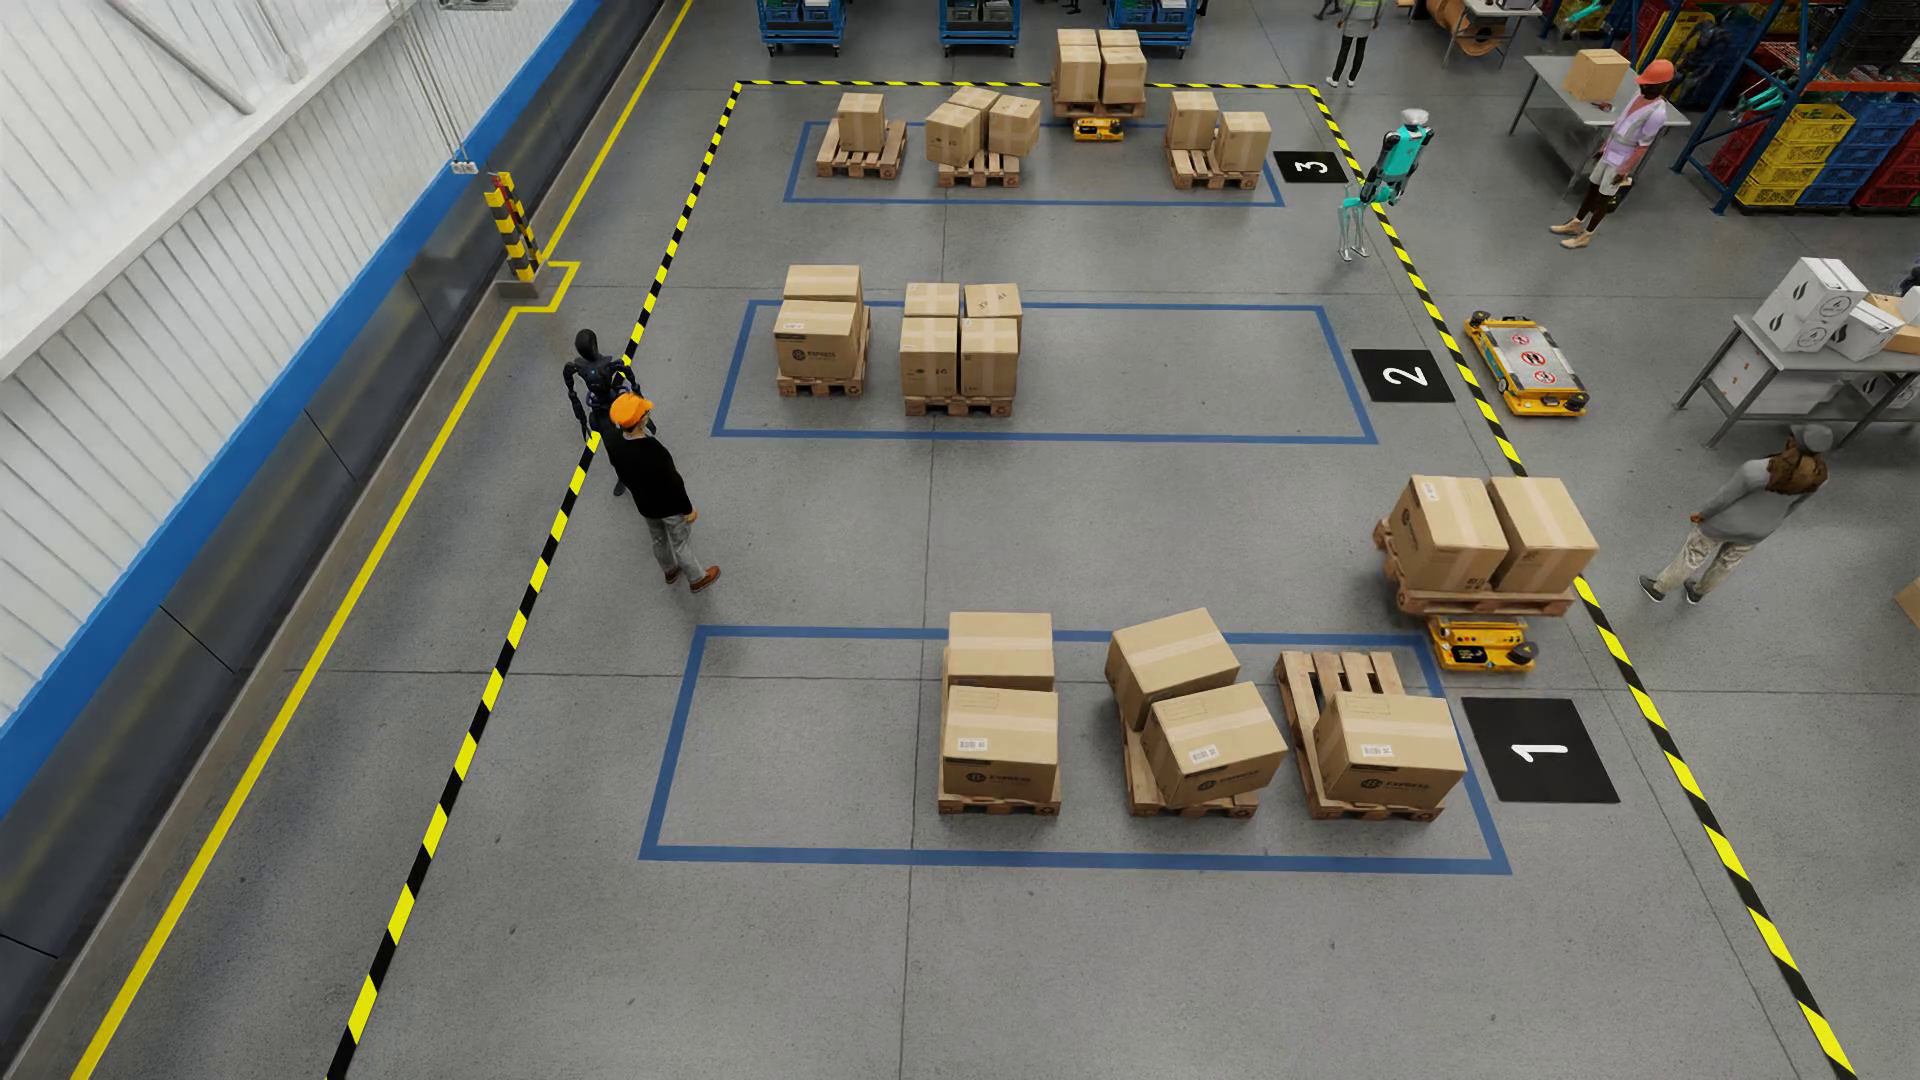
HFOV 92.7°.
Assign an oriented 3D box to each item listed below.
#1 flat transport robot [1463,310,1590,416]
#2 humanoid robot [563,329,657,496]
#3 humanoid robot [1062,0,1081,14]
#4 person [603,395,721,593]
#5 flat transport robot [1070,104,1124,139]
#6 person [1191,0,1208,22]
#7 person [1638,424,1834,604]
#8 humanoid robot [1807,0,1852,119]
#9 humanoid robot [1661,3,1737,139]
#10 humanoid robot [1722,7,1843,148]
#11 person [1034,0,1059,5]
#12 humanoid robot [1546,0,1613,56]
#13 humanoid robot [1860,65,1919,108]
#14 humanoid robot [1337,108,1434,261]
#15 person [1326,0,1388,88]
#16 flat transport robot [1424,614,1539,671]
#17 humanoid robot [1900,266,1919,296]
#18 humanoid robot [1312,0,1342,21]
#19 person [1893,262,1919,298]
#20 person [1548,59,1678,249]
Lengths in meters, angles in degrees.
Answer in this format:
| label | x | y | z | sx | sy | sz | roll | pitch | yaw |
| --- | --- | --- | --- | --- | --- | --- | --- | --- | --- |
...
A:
| label | x | y | z | sx | sy | sz | roll | pitch | yaw |
| --- | --- | --- | --- | --- | --- | --- | --- | --- | --- |
| flat transport robot | 5.573 | -1.757 | 9.054 | 0.659 | 0.231 | 1.431 | 1 | 49 | 1 |
| humanoid robot | -2.819 | -1.021 | 7.478 | 0.599 | 1.653 | 0.315 | -6 | 49 | -5 |
| humanoid robot | 1.855 | -9.420 | 14.746 | 0.315 | 1.657 | 0.599 | -7 | 49 | -6 |
| person | -2.203 | -0.305 | 6.730 | 0.585 | 1.885 | 0.362 | 21 | 52 | 17 |
| flat transport robot | 1.869 | -5.964 | 12.678 | 0.652 | 0.197 | 1.431 | 1 | 49 | 0 |
| person | 3.860 | -9.265 | 14.436 | 0.626 | 1.960 | 0.362 | -31 | 56 | -24 |
| person | 5.662 | -0.141 | 6.661 | 0.563 | 1.770 | 0.396 | 6 | 49 | 5 |
| humanoid robot | 11.336 | -6.111 | 11.763 | 0.735 | 1.677 | 0.533 | 16 | 51 | 13 |
| humanoid robot | 9.388 | -6.033 | 11.821 | 0.355 | 1.645 | 0.584 | -23 | 53 | -19 |
| humanoid robot | 10.140 | -5.678 | 11.434 | 0.696 | 1.735 | 0.530 | 3 | 49 | 2 |
| person | 1.474 | -9.844 | 14.950 | 0.632 | 1.937 | 0.354 | -16 | 51 | -13 |
| humanoid robot | 9.290 | -8.092 | 13.599 | 0.828 | 1.804 | 0.576 | 10 | 50 | 8 |
| humanoid robot | 11.410 | -5.485 | 11.334 | 0.913 | 1.762 | 0.558 | -9 | 50 | -8 |
| humanoid robot | 4.431 | -3.846 | 9.802 | 0.533 | 1.677 | 0.735 | -13 | 50 | -11 |
| person | 5.610 | -7.327 | 12.827 | 0.596 | 1.852 | 0.360 | 0 | 49 | 0 |
| flat transport robot | 3.924 | 0.368 | 7.197 | 0.652 | 0.197 | 1.431 | 1 | 49 | 1 |
| humanoid robot | 9.213 | -2.450 | 8.757 | 0.782 | 1.636 | 0.597 | 10 | 50 | 9 |
| humanoid robot | 6.053 | -9.215 | 14.601 | 0.777 | 1.623 | 0.616 | -22 | 53 | -18 |
| person | 10.115 | -3.077 | 9.087 | 0.382 | 1.948 | 0.600 | -8 | 50 | -7 |
| person | 7.114 | -4.156 | 9.966 | 0.393 | 2.033 | 0.604 | 3 | 49 | 3 |
